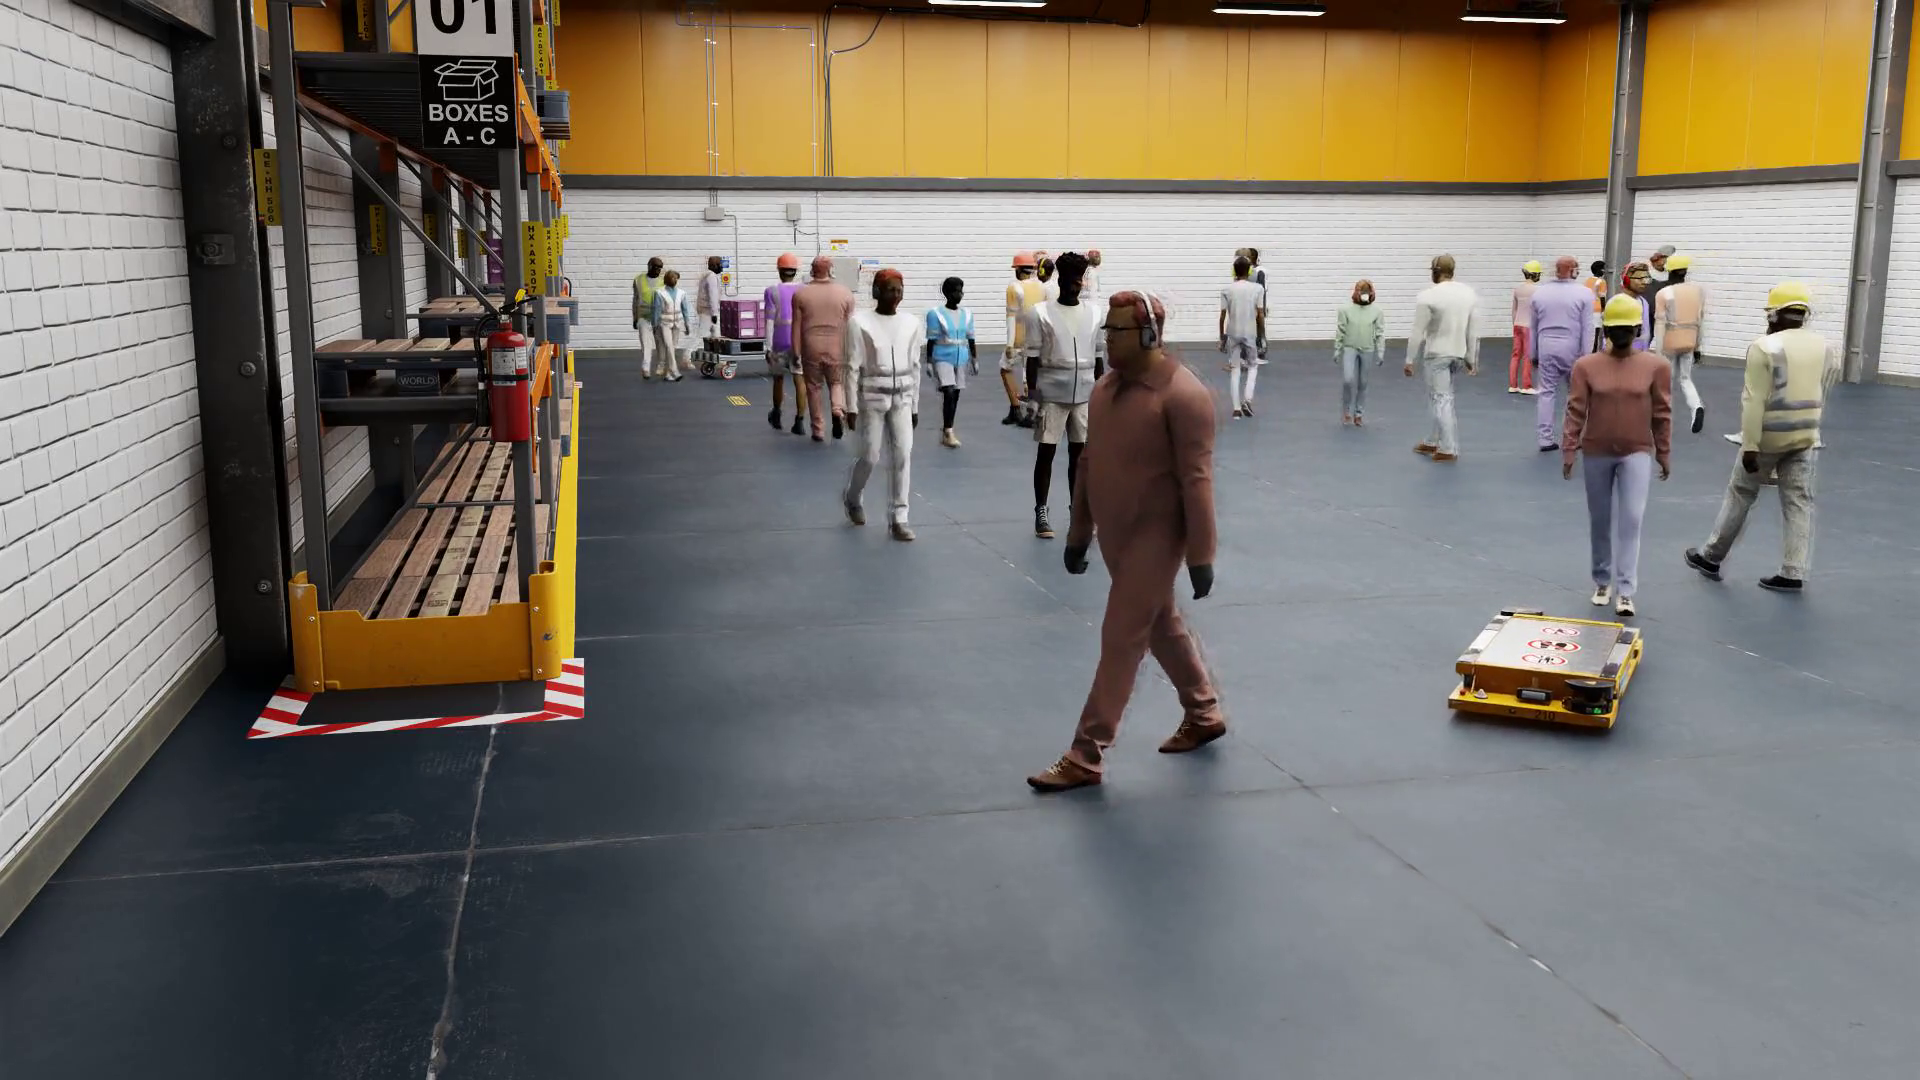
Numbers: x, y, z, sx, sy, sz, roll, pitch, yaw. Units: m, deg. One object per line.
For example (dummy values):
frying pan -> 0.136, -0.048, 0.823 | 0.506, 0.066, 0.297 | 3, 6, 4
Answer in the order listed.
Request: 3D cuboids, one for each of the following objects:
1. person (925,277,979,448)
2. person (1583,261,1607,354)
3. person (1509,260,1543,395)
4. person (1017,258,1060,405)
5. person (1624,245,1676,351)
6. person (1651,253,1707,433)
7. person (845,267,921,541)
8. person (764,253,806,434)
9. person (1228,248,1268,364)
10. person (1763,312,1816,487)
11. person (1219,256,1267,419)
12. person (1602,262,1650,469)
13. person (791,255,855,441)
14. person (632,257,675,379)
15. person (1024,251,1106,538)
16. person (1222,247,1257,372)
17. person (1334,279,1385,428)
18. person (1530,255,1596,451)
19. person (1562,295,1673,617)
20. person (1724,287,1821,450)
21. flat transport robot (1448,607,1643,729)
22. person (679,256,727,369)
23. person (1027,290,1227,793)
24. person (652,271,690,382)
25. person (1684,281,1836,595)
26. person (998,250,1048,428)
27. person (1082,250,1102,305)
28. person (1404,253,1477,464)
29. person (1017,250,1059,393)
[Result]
person -> -0.038, -1.733, 16.321 | 0.545, 1.670, 0.668 | -7, 12, -34
person -> 10.593, -3.813, 27.784 | 0.322, 1.697, 0.532 | -3, 11, -16
person -> 7.512, -2.804, 22.003 | 0.331, 1.768, 0.527 | -4, 11, -19
person -> 1.038, -2.518, 20.273 | 0.984, 1.818, 0.578 | 7, 12, 35
person -> 9.765, -3.214, 23.514 | 0.761, 2.000, 0.908 | -2, 10, -10
person -> 7.518, -2.035, 17.357 | 0.606, 1.908, 0.675 | -2, 10, -9
person -> -0.543, -0.953, 11.505 | 0.580, 1.854, 0.820 | -5, 11, -26
person -> -1.836, -2.097, 17.742 | 0.567, 1.884, 0.974 | -3, 11, -18
person -> 4.702, -3.831, 27.327 | 0.823, 1.890, 0.631 | -2, 10, -10
person -> 6.855, -1.252, 13.803 | 0.505, 1.625, 0.287 | -4, 11, -21
person -> 3.245, -2.317, 19.066 | 0.560, 1.852, 0.493 | 3, 11, 14
person -> 5.828, -1.508, 14.599 | 0.571, 1.844, 0.376 | -9, 13, -40
person -> -1.376, -1.913, 16.728 | 0.655, 1.886, 0.629 | -2, 10, -9
person -> -4.565, -3.322, 24.828 | 0.651, 1.792, 0.959 | -1, 10, -3
person -> 0.734, -0.994, 11.439 | 0.604, 1.959, 0.377 | -3, 11, -18
person -> 4.316, -3.546, 25.678 | 0.632, 1.916, 0.640 | 6, 12, 30
person -> 4.352, -2.024, 18.090 | 0.523, 1.608, 0.599 | 1, 10, 6
person -> 5.875, -1.808, 16.125 | 0.673, 1.887, 0.656 | 9, 14, 42
person -> 3.547, -0.449, 9.013 | 0.552, 1.728, 0.834 | 5, 11, 25
person -> 7.988, -1.662, 16.160 | 0.876, 1.583, 0.529 | 8, 13, 36
flat transport robot -> 2.688, 0.552, 7.549 | 0.652, 0.197, 1.431 | 5, 11, 26
person -> -4.061, -3.602, 26.378 | 0.874, 1.802, 0.655 | -3, 11, -16
person -> 0.686, -0.018, 6.338 | 1.008, 1.859, 0.669 | -6, 12, -28
person -> -4.111, -3.055, 23.868 | 0.529, 1.591, 0.864 | -9, 13, -39
person -> 4.718, -0.611, 9.787 | 0.602, 1.790, 0.866 | -3, 11, -16
person -> 0.661, -2.179, 18.107 | 0.581, 1.918, 0.566 | -7, 13, -36
person -> 2.315, -4.159, 29.229 | 0.454, 1.864, 0.599 | -1, 10, -8
person -> 4.373, -1.678, 15.366 | 0.660, 1.907, 0.831 | -5, 11, -26
person -> 1.065, -2.861, 21.929 | 0.643, 1.909, 0.410 | -5, 12, -27
